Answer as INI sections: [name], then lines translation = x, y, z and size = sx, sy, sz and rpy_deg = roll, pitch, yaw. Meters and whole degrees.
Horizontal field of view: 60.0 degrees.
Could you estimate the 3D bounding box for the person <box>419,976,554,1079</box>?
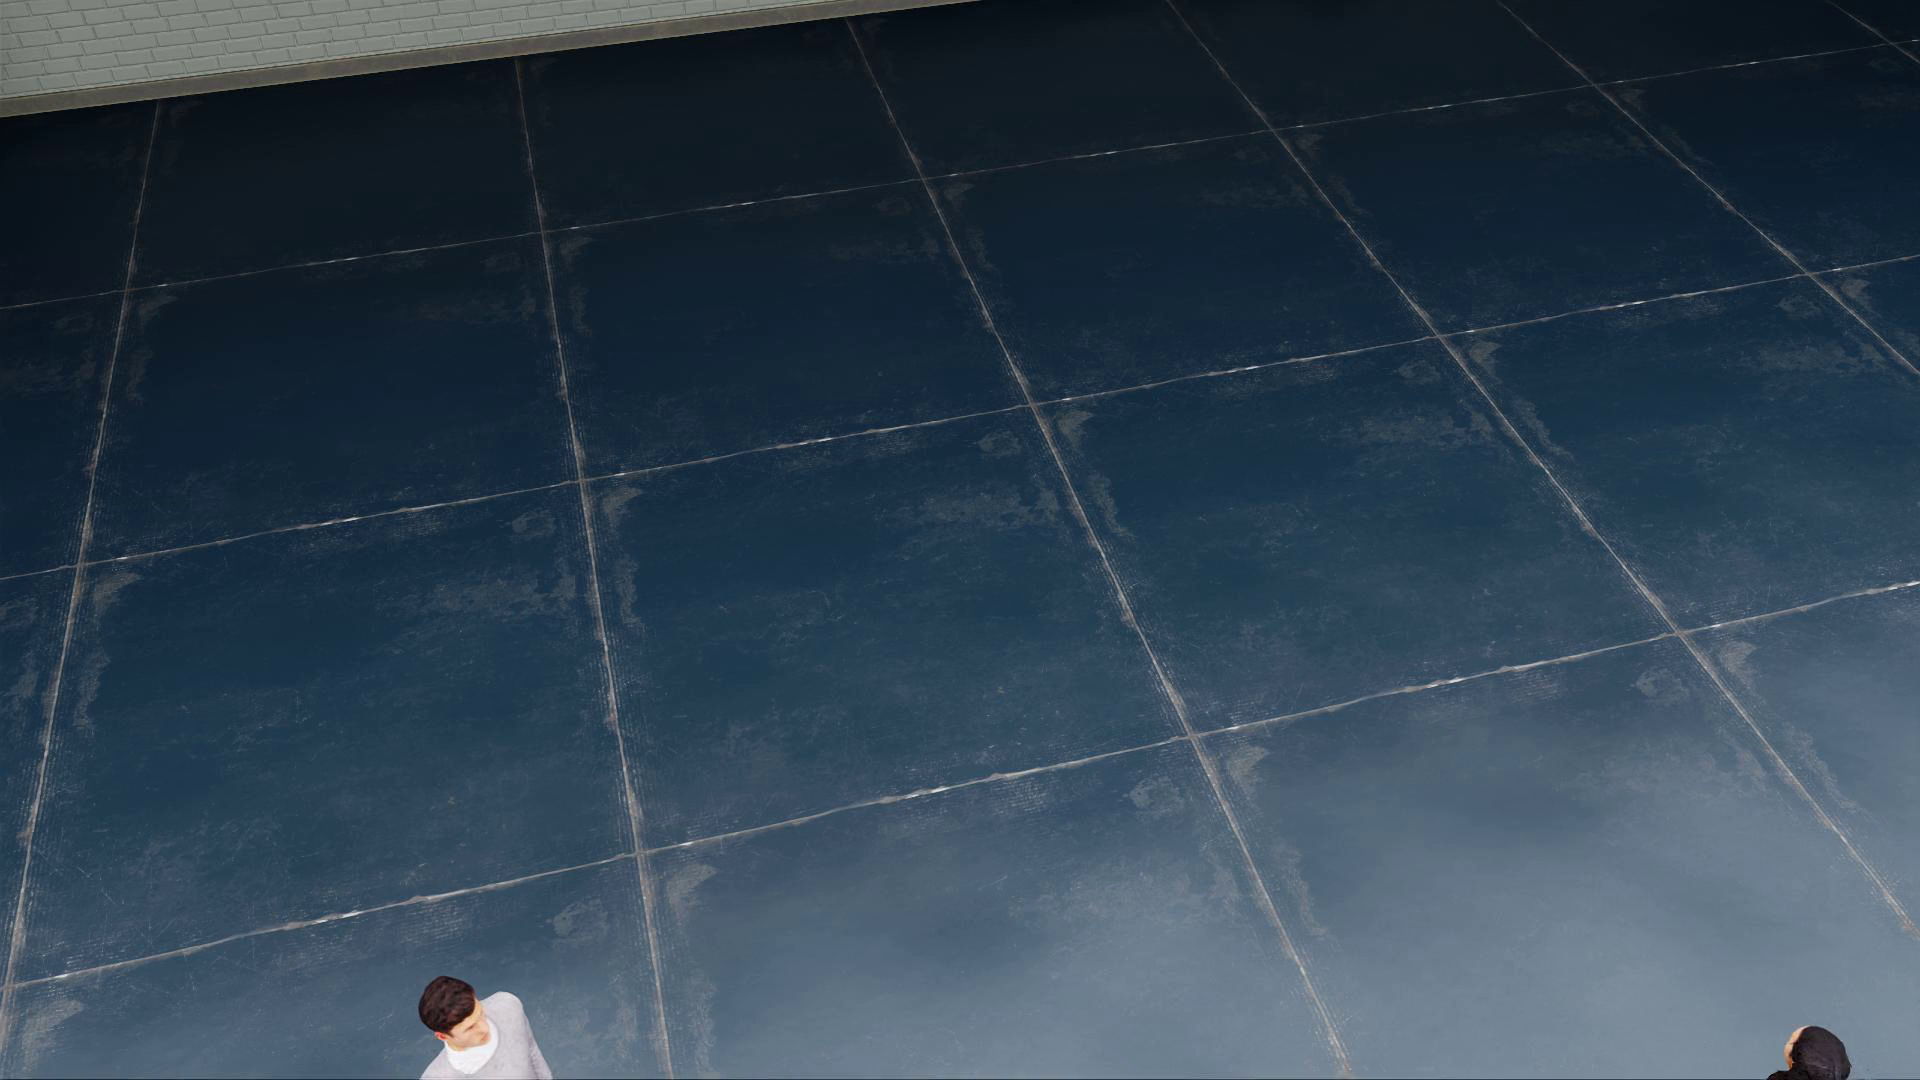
[person]
translation = -1.745, 2.264, 6.352
size = 0.899, 1.924, 0.797
rpy_deg = 14, 45, 15
